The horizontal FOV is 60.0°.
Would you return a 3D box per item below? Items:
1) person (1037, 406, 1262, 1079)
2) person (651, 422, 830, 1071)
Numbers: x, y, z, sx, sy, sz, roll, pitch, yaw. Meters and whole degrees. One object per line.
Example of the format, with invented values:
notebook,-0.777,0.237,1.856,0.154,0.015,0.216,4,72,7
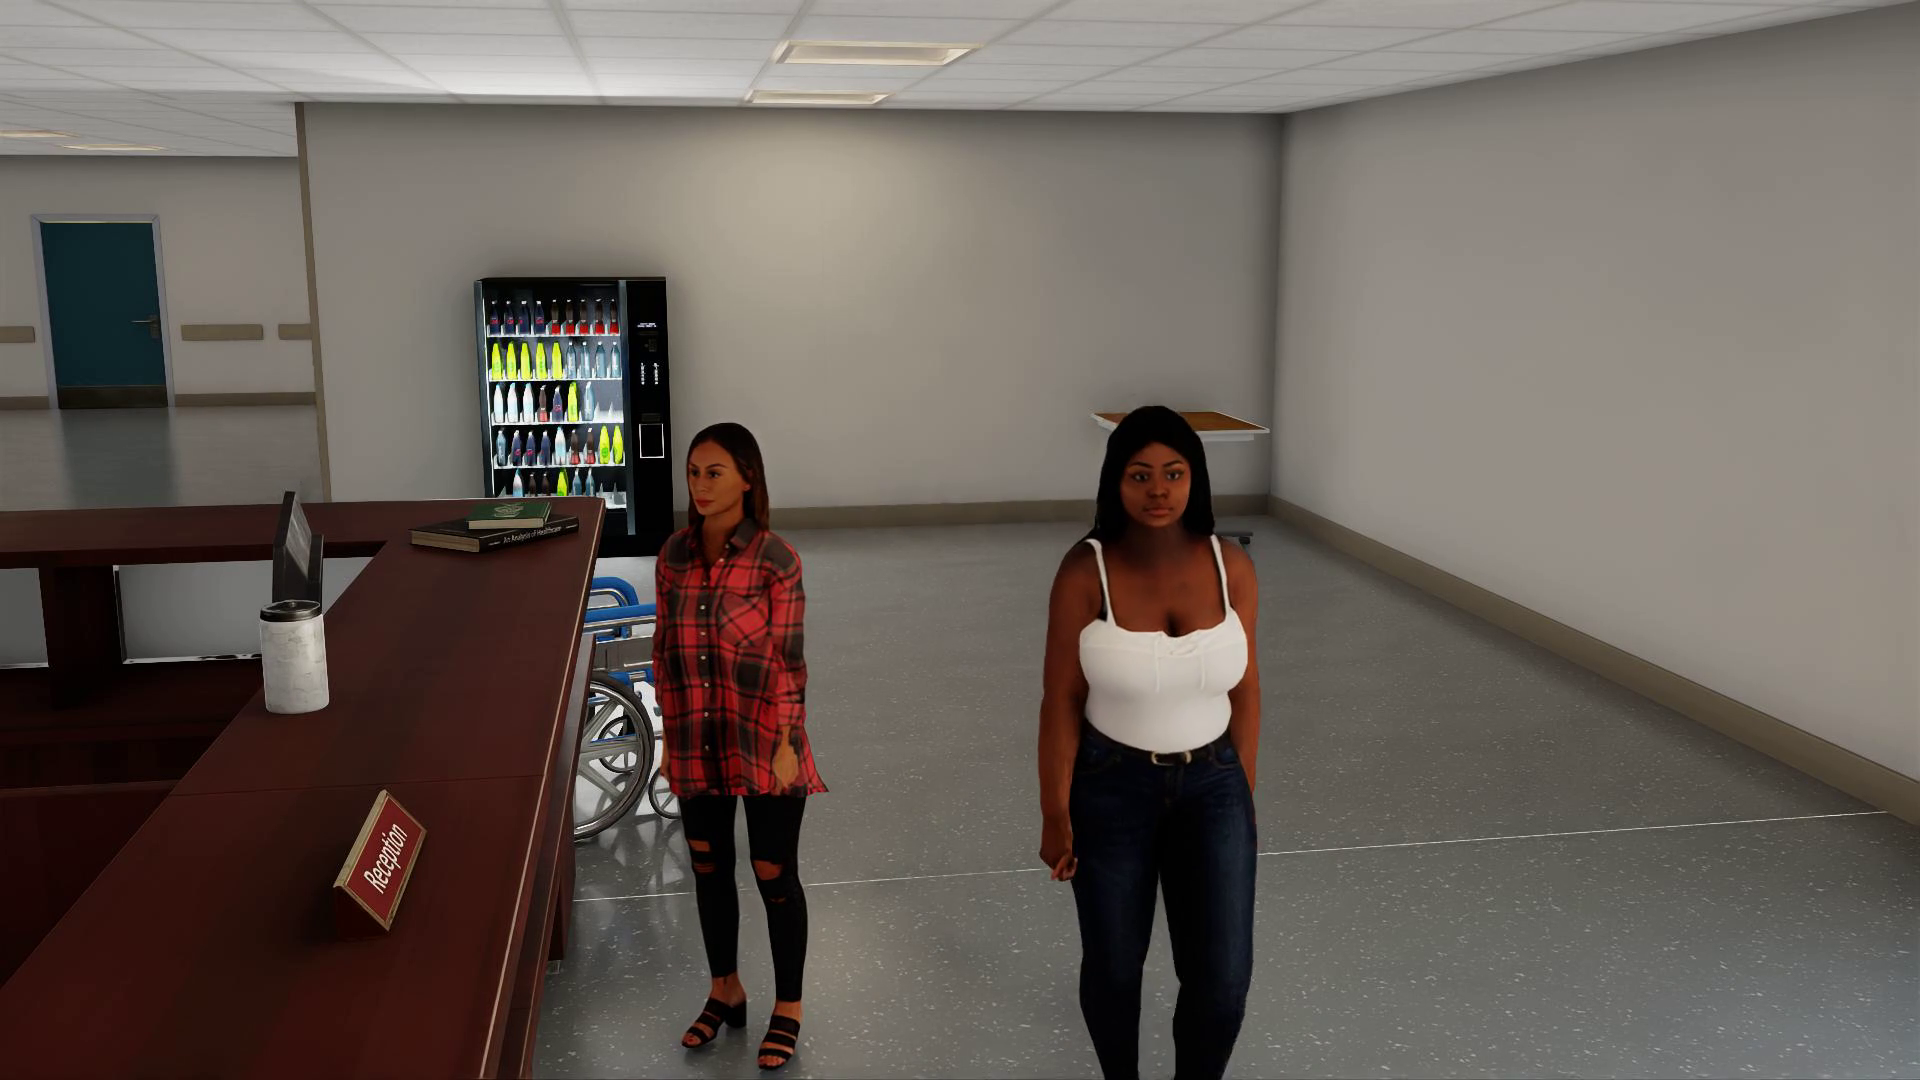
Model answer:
person,0.426,0.585,3.832,0.696,1.795,0.772,0,11,-2
person,-0.580,0.534,4.350,0.670,1.701,0.764,5,12,24
